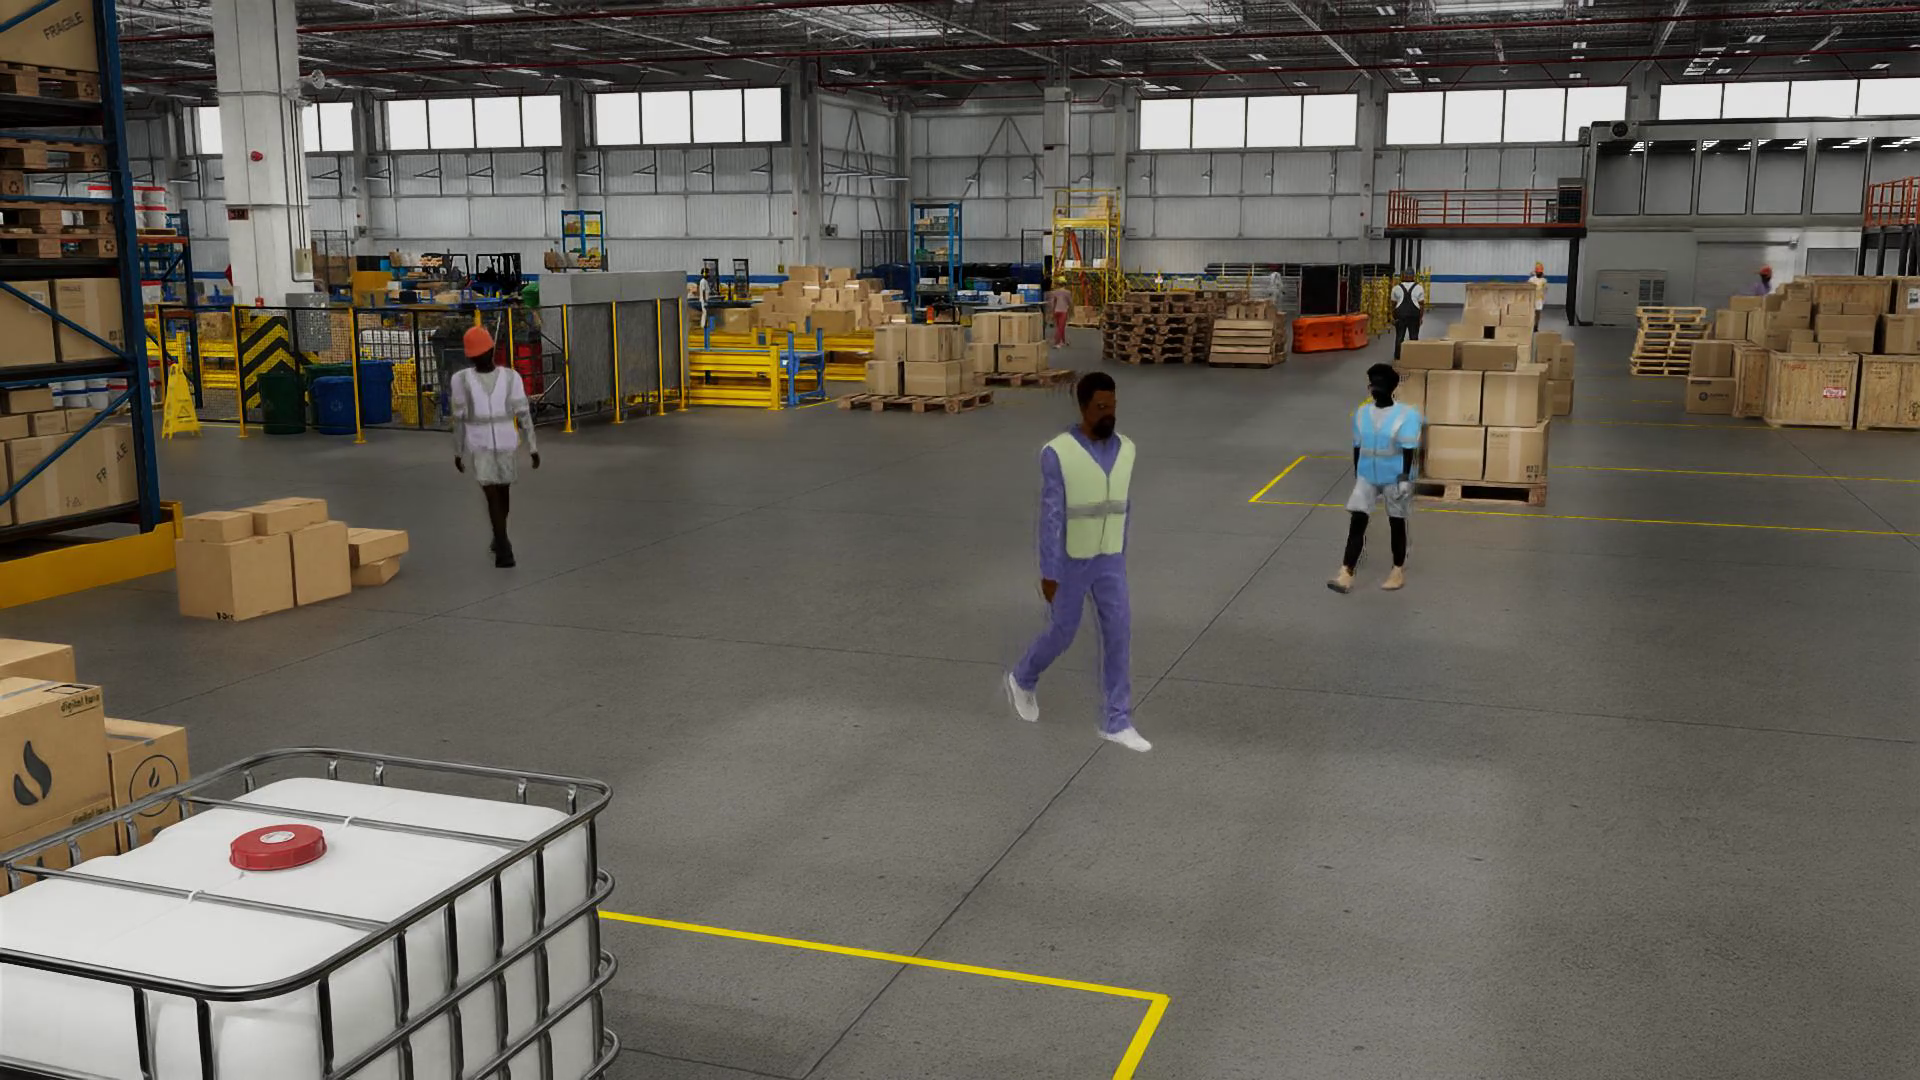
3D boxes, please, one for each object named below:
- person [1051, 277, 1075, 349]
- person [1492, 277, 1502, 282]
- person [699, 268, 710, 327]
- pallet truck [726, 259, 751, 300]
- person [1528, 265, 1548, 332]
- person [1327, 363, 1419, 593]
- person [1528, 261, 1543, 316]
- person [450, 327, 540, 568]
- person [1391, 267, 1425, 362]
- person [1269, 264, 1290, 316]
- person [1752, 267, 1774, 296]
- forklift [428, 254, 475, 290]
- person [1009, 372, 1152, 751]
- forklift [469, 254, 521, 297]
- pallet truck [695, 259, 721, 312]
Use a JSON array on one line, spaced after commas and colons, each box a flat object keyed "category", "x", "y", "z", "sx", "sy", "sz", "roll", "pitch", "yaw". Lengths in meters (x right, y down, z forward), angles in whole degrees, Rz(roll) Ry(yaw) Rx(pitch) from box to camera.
[{"category": "person", "x": 2.494, "y": -5.516, "z": 40.442, "sx": 0.519, "sy": 1.708, "sz": 0.940, "roll": 7, "pitch": 12, "yaw": 35}, {"category": "person", "x": 9.750, "y": -3.842, "z": 30.437, "sx": 0.802, "sy": 1.916, "sz": 0.634, "roll": -10, "pitch": 14, "yaw": -43}, {"category": "person", "x": -7.011, "y": -6.551, "z": 45.810, "sx": 0.335, "sy": 1.873, "sz": 0.521, "roll": -1, "pitch": 10, "yaw": -6}, {"category": "pallet truck", "x": -7.986, "y": -9.493, "z": 62.019, "sx": 0.823, "sy": 1.965, "sz": 1.885, "roll": 3, "pitch": 11, "yaw": 17}, {"category": "person", "x": 16.609, "y": -6.932, "z": 47.815, "sx": 0.572, "sy": 1.914, "sz": 0.653, "roll": 1, "pitch": 10, "yaw": 7}, {"category": "person", "x": 2.968, "y": -0.416, "z": 11.860, "sx": 0.538, "sy": 1.659, "sz": 0.836, "roll": 8, "pitch": 13, "yaw": 38}, {"category": "person", "x": 20.217, "y": -8.809, "z": 58.371, "sx": 0.594, "sy": 1.922, "sz": 0.386, "roll": -4, "pitch": 11, "yaw": -22}, {"category": "person", "x": -3.649, "y": -0.731, "z": 13.061, "sx": 0.636, "sy": 1.869, "sz": 0.956, "roll": -4, "pitch": 11, "yaw": -20}, {"category": "person", "x": 9.402, "y": -4.705, "z": 34.936, "sx": 0.683, "sy": 2.000, "sz": 0.538, "roll": 3, "pitch": 11, "yaw": 18}, {"category": "person", "x": 10.990, "y": -8.600, "z": 57.476, "sx": 1.006, "sy": 1.825, "sz": 0.590, "roll": -2, "pitch": 10, "yaw": -11}, {"category": "person", "x": 18.874, "y": -5.456, "z": 39.292, "sx": 0.609, "sy": 2.004, "sz": 1.015, "roll": -5, "pitch": 11, "yaw": -24}, {"category": "forklift", "x": -20.133, "y": -10.254, "z": 65.465, "sx": 1.157, "sy": 1.987, "sz": 2.680, "roll": 3, "pitch": 11, "yaw": 19}, {"category": "person", "x": 0.604, "y": 0.079, "z": 8.443, "sx": 0.601, "sy": 1.891, "sz": 0.896, "roll": -7, "pitch": 12, "yaw": -36}, {"category": "forklift", "x": -17.990, "y": -10.121, "z": 64.684, "sx": 1.157, "sy": 1.987, "sz": 2.680, "roll": 3, "pitch": 11, "yaw": 17}, {"category": "pallet truck", "x": -9.165, "y": -9.627, "z": 62.776, "sx": 0.823, "sy": 1.965, "sz": 1.885, "roll": 4, "pitch": 11, "yaw": 23}]
